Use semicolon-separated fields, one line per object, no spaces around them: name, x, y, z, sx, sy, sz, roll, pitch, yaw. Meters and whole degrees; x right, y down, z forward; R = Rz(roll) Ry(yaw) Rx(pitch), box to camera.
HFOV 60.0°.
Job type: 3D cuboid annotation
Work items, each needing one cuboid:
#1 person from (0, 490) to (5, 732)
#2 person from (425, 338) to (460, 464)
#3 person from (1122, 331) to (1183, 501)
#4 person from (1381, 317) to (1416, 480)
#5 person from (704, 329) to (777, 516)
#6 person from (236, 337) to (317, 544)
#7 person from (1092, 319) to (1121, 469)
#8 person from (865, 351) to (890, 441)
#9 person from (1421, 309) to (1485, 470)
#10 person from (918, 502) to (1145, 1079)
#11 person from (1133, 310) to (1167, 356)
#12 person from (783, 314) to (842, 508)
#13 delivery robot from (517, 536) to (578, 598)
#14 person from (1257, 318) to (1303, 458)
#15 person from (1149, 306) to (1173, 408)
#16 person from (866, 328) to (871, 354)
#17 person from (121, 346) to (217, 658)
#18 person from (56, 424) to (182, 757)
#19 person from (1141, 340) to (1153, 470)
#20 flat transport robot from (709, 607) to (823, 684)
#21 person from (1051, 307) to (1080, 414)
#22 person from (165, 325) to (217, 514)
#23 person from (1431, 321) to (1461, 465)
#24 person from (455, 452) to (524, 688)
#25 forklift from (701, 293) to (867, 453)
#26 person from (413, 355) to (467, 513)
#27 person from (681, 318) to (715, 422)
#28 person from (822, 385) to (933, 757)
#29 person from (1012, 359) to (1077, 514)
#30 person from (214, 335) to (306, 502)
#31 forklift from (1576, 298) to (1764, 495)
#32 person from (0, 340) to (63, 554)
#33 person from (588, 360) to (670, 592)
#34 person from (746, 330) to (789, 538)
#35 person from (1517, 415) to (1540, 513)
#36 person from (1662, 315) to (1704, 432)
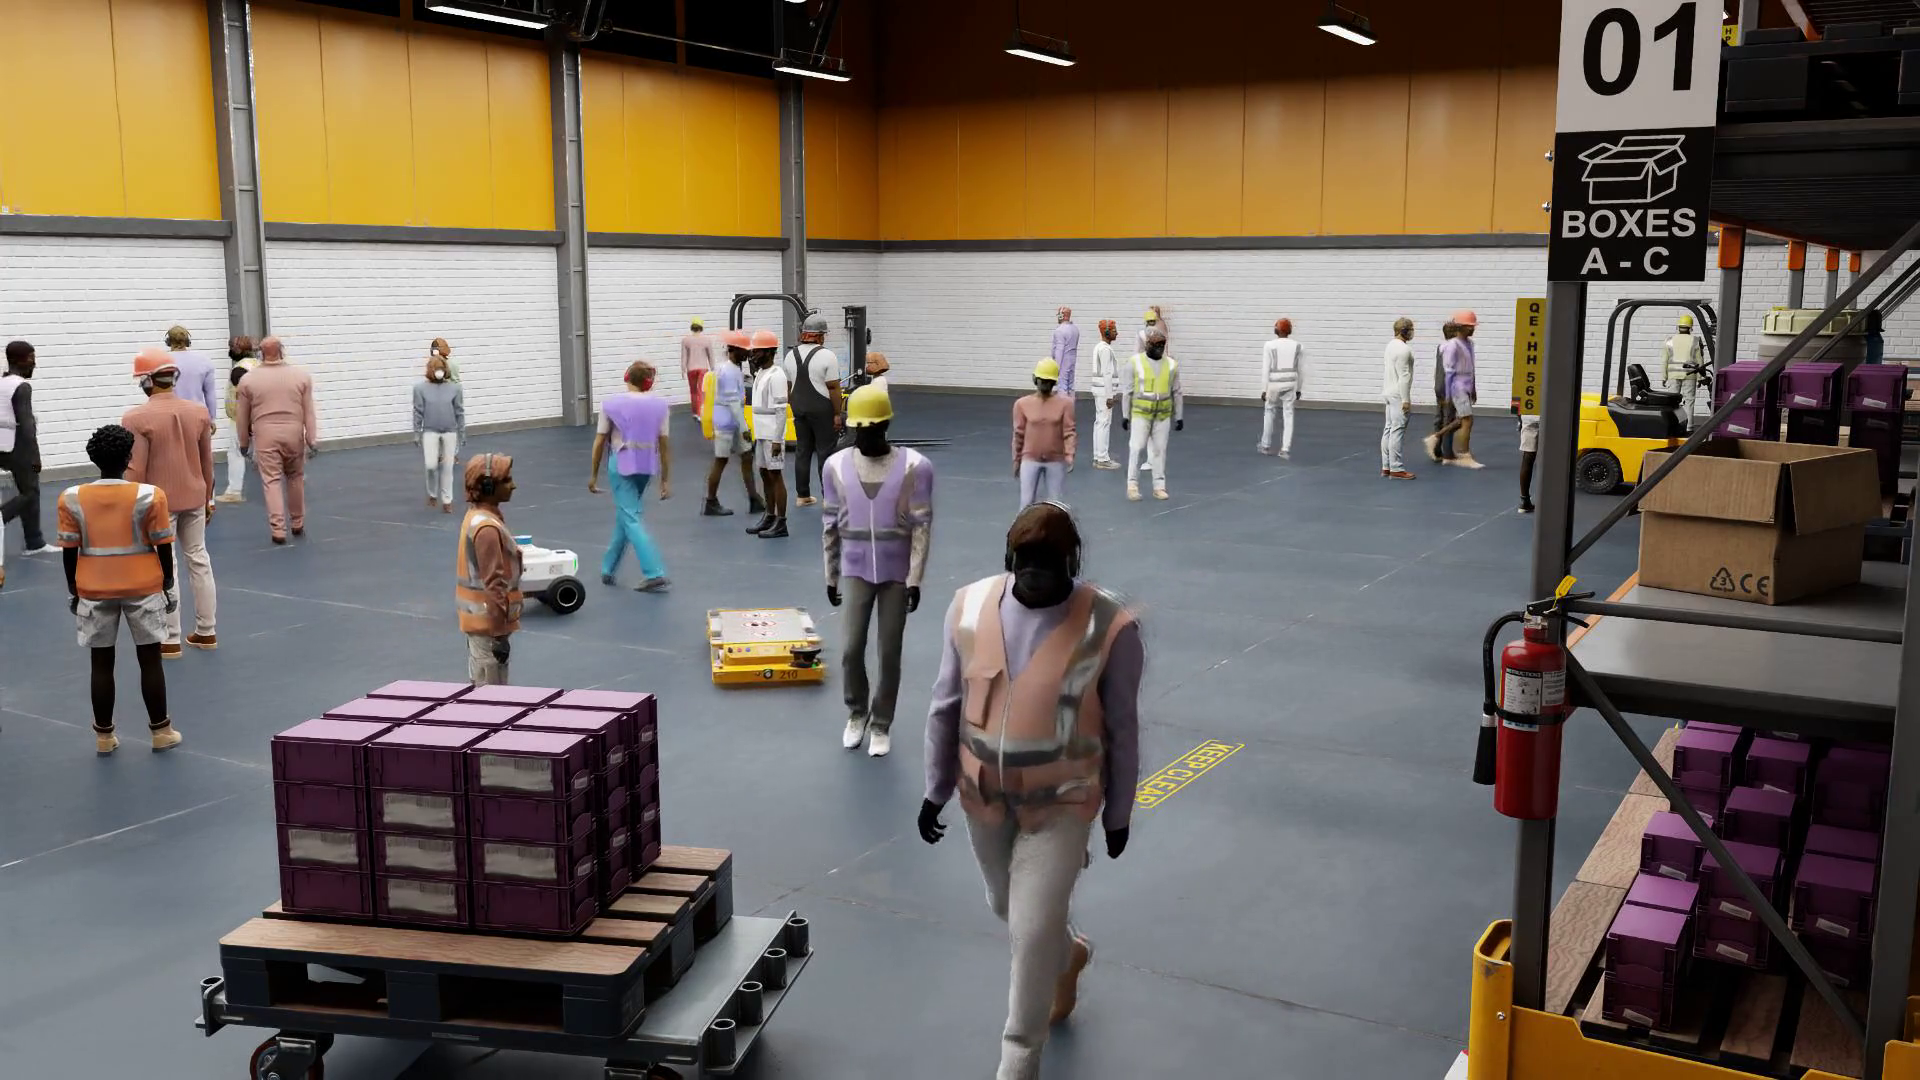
person;-5.341;0.094;8.754;0.552;1.936;0.358;-3;10;-20
person;-6.674;-1.785;21.429;0.500;1.633;0.284;3;9;16
person;2.089;-1.353;18.108;0.651;1.836;0.428;-2;9;-13
person;5.258;-1.694;19.914;0.373;1.940;0.629;0;9;-3
person;-2.216;-1.168;16.767;0.873;1.892;0.566;0;9;3
person;-6.309;-0.928;15.358;0.670;1.860;0.936;-4;10;-26
person;1.845;-1.841;21.001;0.353;1.883;0.577;-1;9;-5
person;-0.875;-1.186;17.689;0.266;1.631;0.507;-1;9;-3
person;6.279;-1.914;21.035;0.847;2.010;0.620;7;12;38
person;0.251;0.755;5.063;0.628;1.808;0.906;5;10;27
person;3.310;-3.093;29.005;0.618;1.820;0.430;-2;9;-10
person;-1.492;-1.360;17.508;0.684;2.000;0.538;6;11;31
delivery robot;-3.144;0.212;12.028;0.707;0.478;0.477;-5;10;-28
person;4.292;-2.049;22.374;0.612;1.848;0.885;-1;9;-9
person;3.508;-3.338;30.400;1.011;1.857;0.664;3;9;17
person;-1.493;-2.325;24.715;0.864;1.661;0.526;-3;10;-19
person;-5.069;-0.240;10.666;0.384;1.993;0.609;5;10;29
person;-4.269;0.260;8.471;0.542;1.695;0.316;-2;9;-14
person;2.384;-1.690;20.816;0.309;1.641;0.511;2;9;11
flat transport robot;-1.252;0.640;10.530;0.652;0.197;1.431;-1;9;-9
person;1.715;-2.909;27.595;0.409;1.907;0.651;5;11;30
person;-7.854;-1.203;16.849;0.627;1.941;0.374;-6;11;-33
person;6.280;-1.884;21.384;0.344;1.847;0.507;-2;9;-15
person;-2.164;0.413;7.692;0.310;1.638;0.523;-4;10;-21
forklift;-2.458;-2.344;23.176;2.313;2.155;1.214;0;9;-2
person;-5.309;-1.076;17.007;0.520;1.620;0.341;-5;10;-27
person;-4.362;-2.838;27.752;0.536;1.717;0.887;0;9;3
person;-0.423;0.168;8.412;0.580;1.903;0.456;1;9;6
person;0.705;-0.670;14.128;0.538;1.743;0.526;-1;9;-6
person;-7.593;-1.309;17.940;0.873;1.812;0.624;-1;9;-6
forklift;7.954;-1.589;18.462;2.313;2.155;1.214;5;11;30
person;-8.159;-0.752;14.289;0.676;1.873;0.716;9;12;43
person;-2.552;-0.502;12.989;0.869;1.784;0.571;9;13;43
person;-1.803;-0.986;15.495;0.356;1.936;0.551;-5;10;-28
person;5.947;-1.233;16.946;0.368;1.966;0.603;-9;12;-43
person;10.918;-2.476;25.123;0.586;1.833;0.403;6;11;31
